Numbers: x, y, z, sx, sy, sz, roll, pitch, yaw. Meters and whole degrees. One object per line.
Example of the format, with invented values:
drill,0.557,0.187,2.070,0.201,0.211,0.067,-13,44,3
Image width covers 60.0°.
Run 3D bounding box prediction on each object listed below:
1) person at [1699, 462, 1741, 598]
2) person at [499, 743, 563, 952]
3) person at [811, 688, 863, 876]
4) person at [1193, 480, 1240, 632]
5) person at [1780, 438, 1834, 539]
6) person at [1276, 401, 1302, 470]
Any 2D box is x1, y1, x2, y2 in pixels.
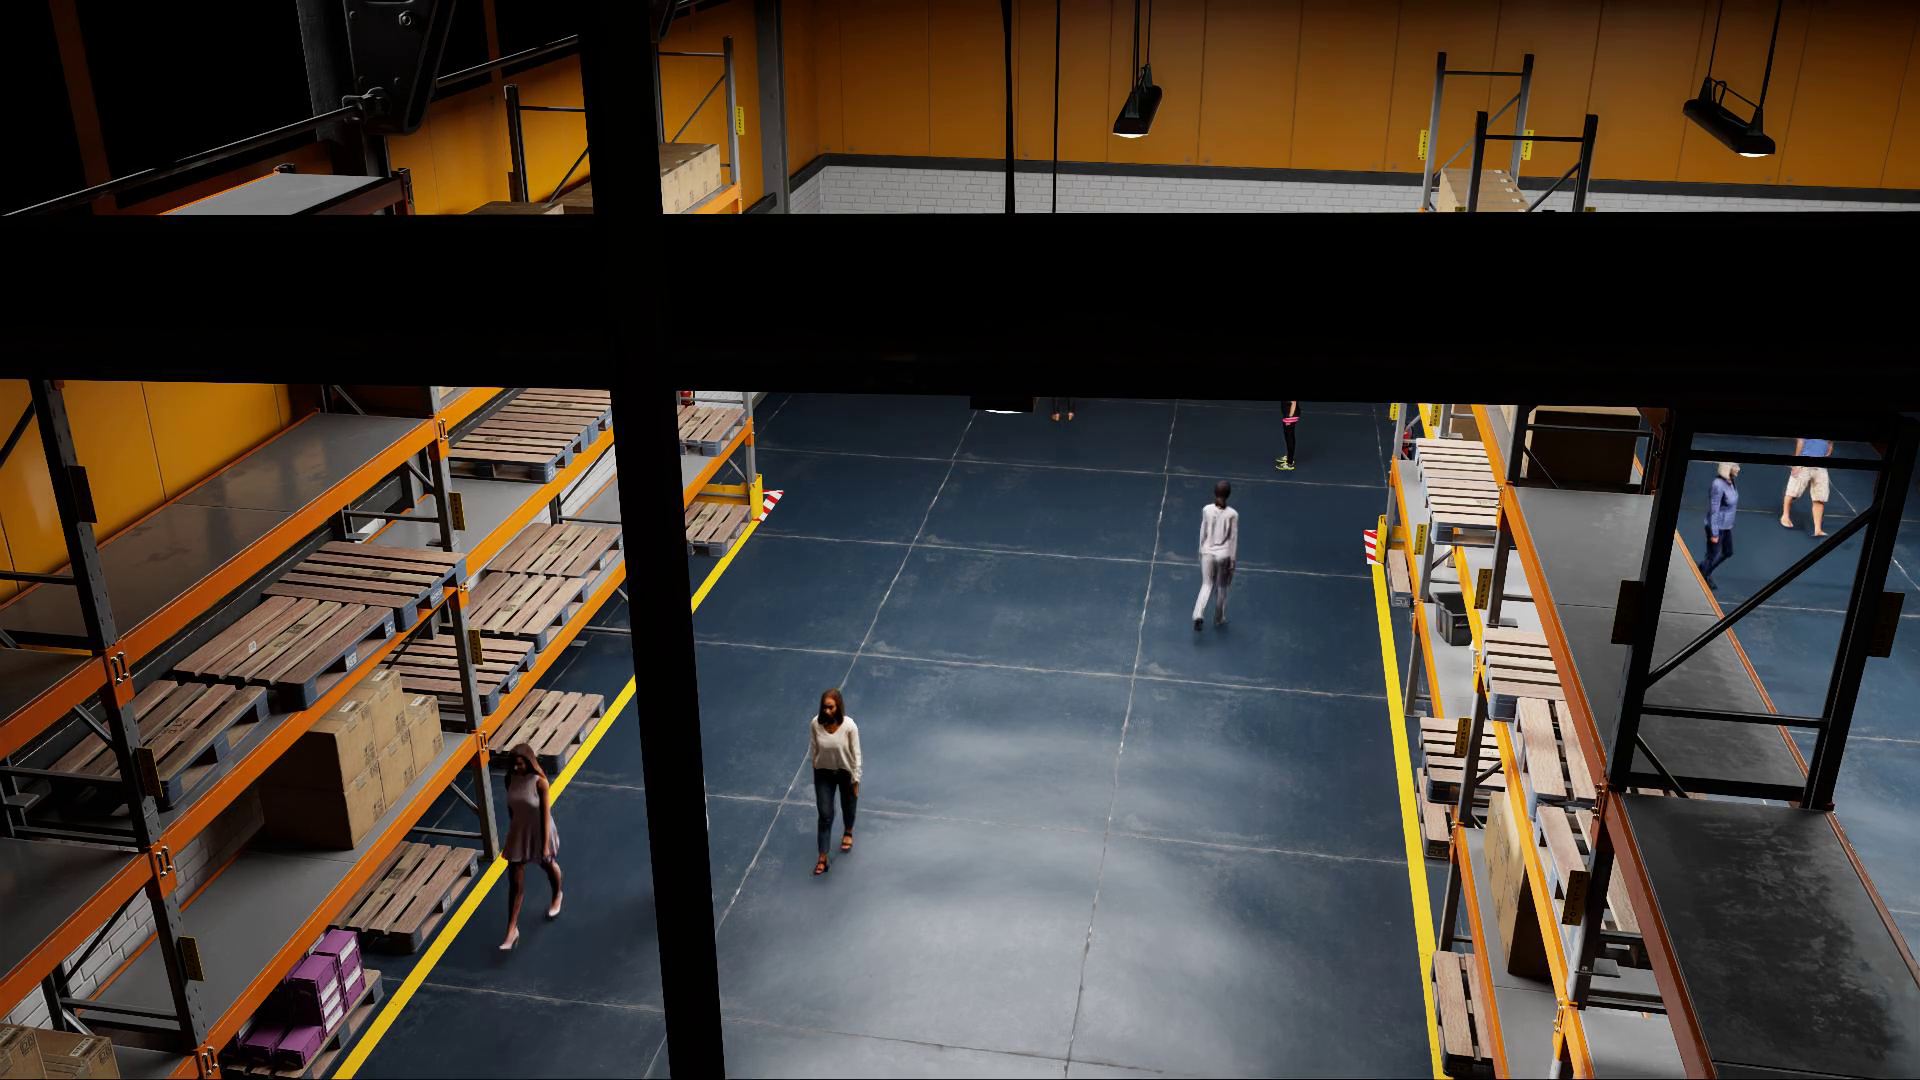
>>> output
person,8.685,-0.197,19.217,0.823,1.737,0.707,20,31,38
person,-3.385,2.356,13.382,0.618,1.733,1.064,6,24,14
person,-1.025,1.990,14.323,0.644,1.651,1.014,4,24,10
person,2.803,0.218,18.249,0.786,1.753,1.008,13,27,27
person,10.649,-0.987,20.915,0.741,1.825,1.166,1,24,2
person,4.583,-1.753,23.014,0.606,1.548,0.443,5,24,12
